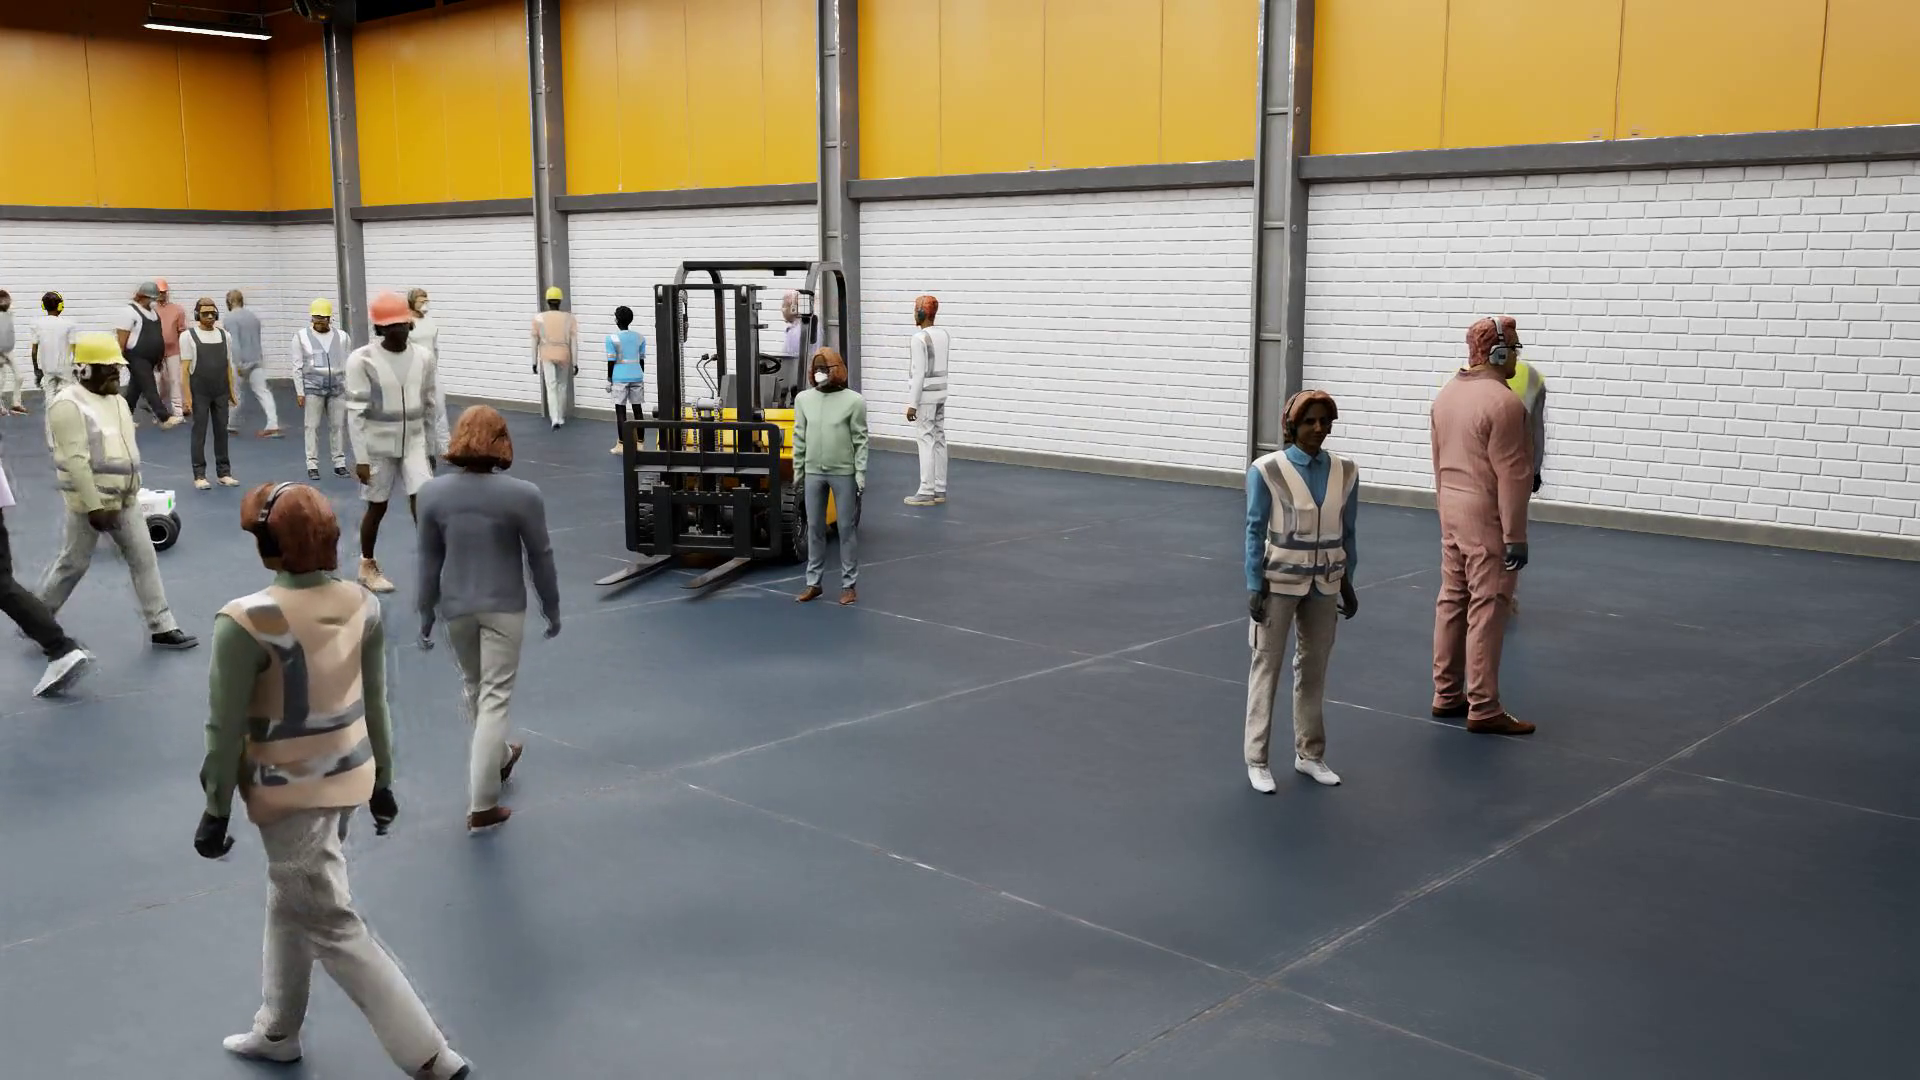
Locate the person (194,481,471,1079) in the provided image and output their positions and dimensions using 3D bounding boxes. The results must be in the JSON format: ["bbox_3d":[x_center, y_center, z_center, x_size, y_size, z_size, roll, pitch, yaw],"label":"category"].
[{"bbox_3d":[-1.596,0.646,4.202,0.845,1.600,0.505,3,10,18],"label":"person"}]

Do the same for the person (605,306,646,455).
[{"bbox_3d":[-3.825,-1.823,19.044,0.318,1.697,0.534,9,13,44],"label":"person"}]

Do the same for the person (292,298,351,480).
[{"bbox_3d":[-6.413,-1.524,16.807,0.591,1.829,0.404,-7,11,-36],"label":"person"}]

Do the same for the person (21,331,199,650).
[{"bbox_3d":[-4.776,-0.255,9.169,0.939,1.793,0.579,2,9,11],"label":"person"}]

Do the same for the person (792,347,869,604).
[{"bbox_3d":[-0.823,-0.404,10.533,0.503,1.632,0.274,3,10,18],"label":"person"}]

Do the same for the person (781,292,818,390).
[{"bbox_3d":[-1.579,-1.444,16.118,0.439,1.890,0.682,-1,9,-3],"label":"person"}]

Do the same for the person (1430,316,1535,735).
[{"bbox_3d":[2.421,-0.070,7.652,0.409,1.909,0.643,-2,10,-14],"label":"person"}]

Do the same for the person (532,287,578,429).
[{"bbox_3d":[-5.411,-2.433,22.232,0.599,1.885,0.963,-3,10,-16],"label":"person"}]

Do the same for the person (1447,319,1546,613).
[{"bbox_3d":[3.261,-0.428,10.131,0.694,1.815,0.558,-2,9,-11],"label":"person"}]

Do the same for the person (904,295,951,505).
[{"bbox_3d":[-0.295,-1.253,14.981,0.355,1.882,0.575,5,10,27],"label":"person"}]

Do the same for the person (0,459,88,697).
[{"bbox_3d":[-4.821,-0.122,8.129,0.920,1.867,0.619,0,9,2],"label":"person"}]

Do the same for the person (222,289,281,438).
[{"bbox_3d":[-8.986,-2.205,20.901,1.079,1.851,0.634,4,10,21],"label":"person"}]

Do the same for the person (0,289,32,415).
[{"bbox_3d":[-13.817,-2.697,24.031,0.636,1.814,0.515,1,9,9],"label":"person"}]

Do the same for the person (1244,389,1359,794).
[{"bbox_3d":[1.388,0.204,6.784,0.515,1.641,0.314,-3,10,-18],"label":"person"}]

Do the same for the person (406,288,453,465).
[{"bbox_3d":[-5.695,-1.724,17.775,0.903,1.907,0.653,6,11,31],"label":"person"}]

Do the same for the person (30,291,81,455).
[{"bbox_3d":[-10.300,-1.902,18.999,0.533,1.870,0.315,-2,9,-10],"label":"person"}]

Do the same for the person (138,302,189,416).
[{"bbox_3d":[-11.575,-2.718,24.012,0.985,1.853,0.664,2,10,15],"label":"person"}]

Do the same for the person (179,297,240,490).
[{"bbox_3d":[-7.245,-1.414,16.078,0.339,1.845,0.507,8,12,39],"label":"person"}]

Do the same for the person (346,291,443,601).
[{"bbox_3d":[-3.597,-0.592,10.620,0.650,1.974,1.076,-8,13,-42],"label":"person"}]

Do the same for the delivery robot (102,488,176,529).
[{"bbox_3d":[-6.323,-0.244,12.567,0.707,0.478,0.477,-4,10,-22],"label":"delivery robot"}]

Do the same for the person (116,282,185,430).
[{"bbox_3d":[-10.791,-2.474,21.981,1.035,2.000,0.736,1,9,6],"label":"person"}]

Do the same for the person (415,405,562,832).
[{"bbox_3d":[-1.819,0.275,6.494,0.512,1.595,0.834,1,9,8],"label":"person"}]

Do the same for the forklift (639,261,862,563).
[{"bbox_3d":[-1.552,-1.040,12.721,1.214,2.155,2.313,2,9,11],"label":"forklift"}]

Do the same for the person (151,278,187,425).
[{"bbox_3d":[-10.898,-2.578,22.759,0.611,1.995,0.380,-7,11,-36],"label":"person"}]
